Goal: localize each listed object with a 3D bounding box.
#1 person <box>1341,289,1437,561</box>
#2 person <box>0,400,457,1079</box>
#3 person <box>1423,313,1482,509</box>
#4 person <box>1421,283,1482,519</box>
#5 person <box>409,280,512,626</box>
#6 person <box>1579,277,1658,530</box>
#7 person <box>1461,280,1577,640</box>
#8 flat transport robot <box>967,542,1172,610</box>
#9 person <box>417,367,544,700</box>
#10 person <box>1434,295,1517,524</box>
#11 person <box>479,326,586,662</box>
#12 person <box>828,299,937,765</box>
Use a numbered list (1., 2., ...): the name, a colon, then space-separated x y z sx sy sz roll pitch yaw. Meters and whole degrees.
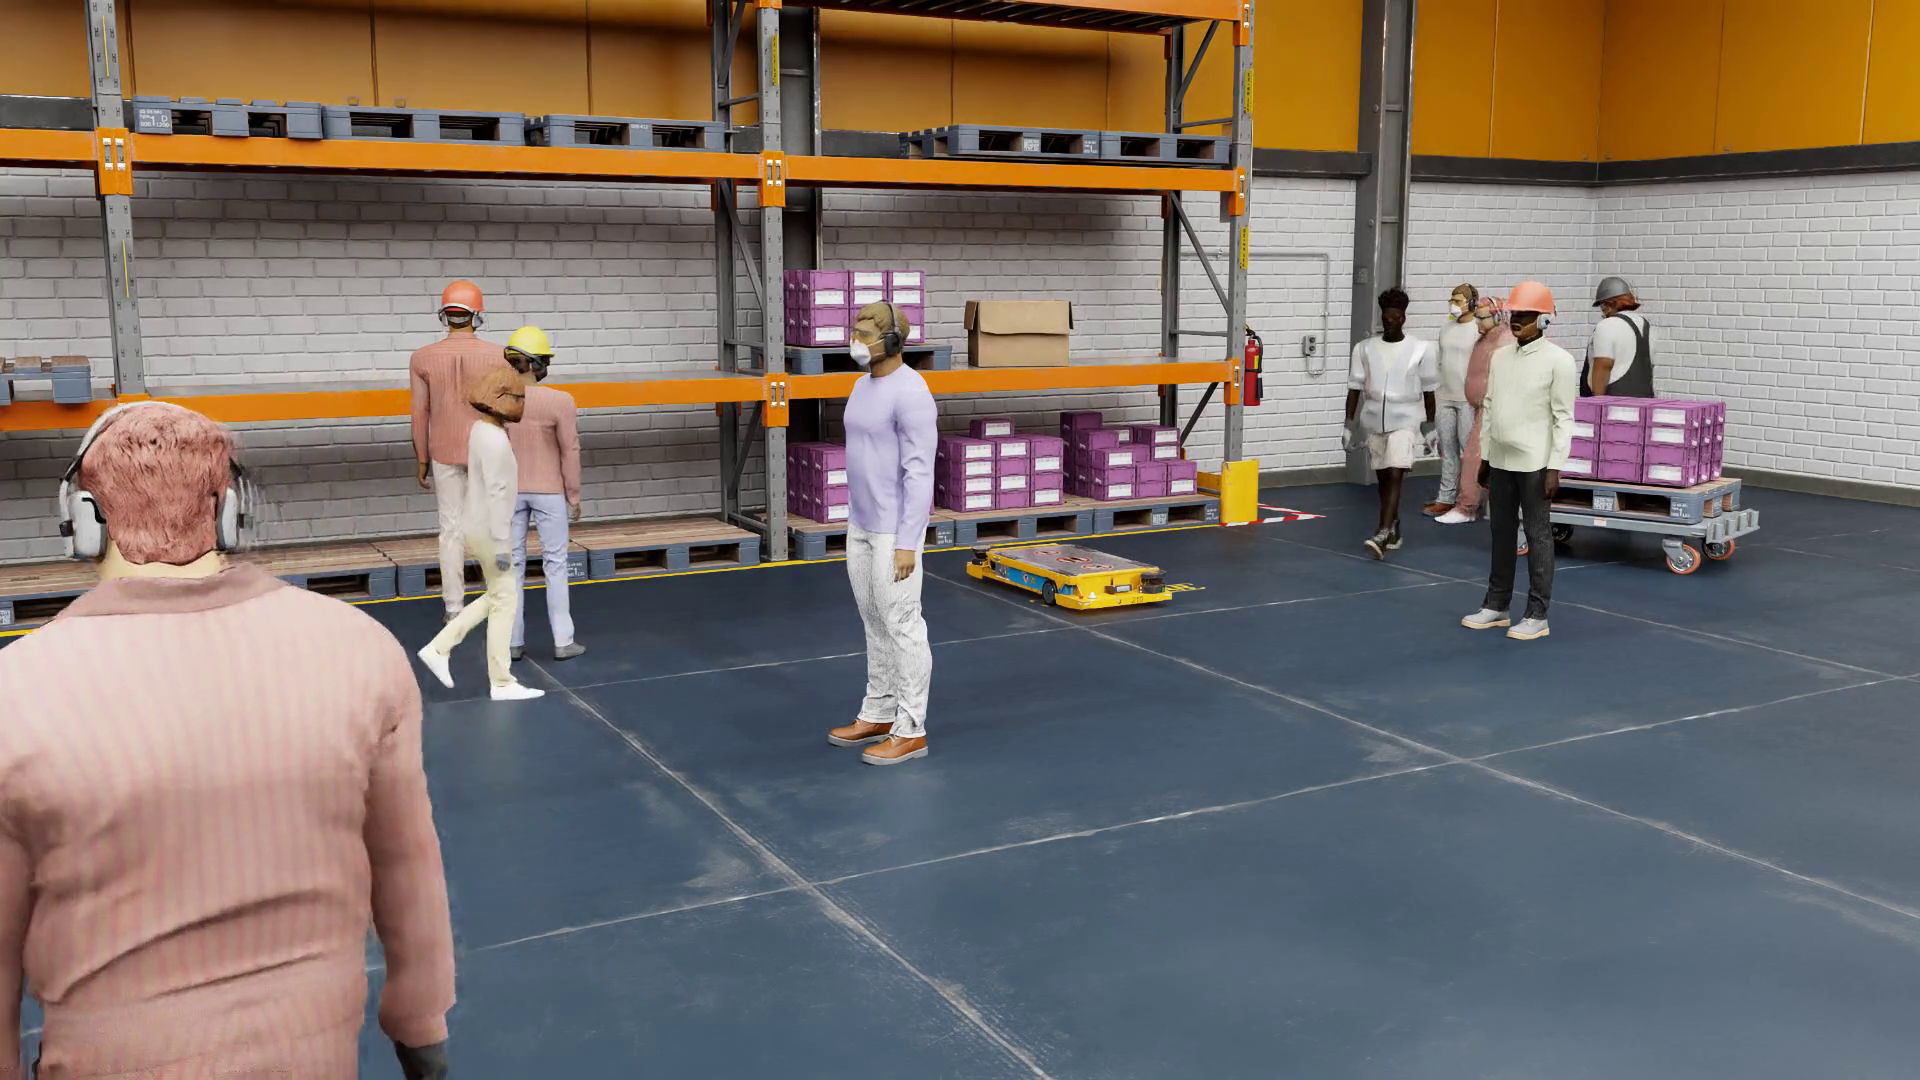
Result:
1. person: 3.054 -0.828 11.898 0.621 1.909 1.024 6 11 31
2. person: -1.085 0.746 2.407 0.417 1.887 0.685 9 13 43
3. person: 4.294 -1.133 14.278 0.483 1.747 0.593 7 12 38
4. person: 4.126 -1.134 13.700 0.372 1.940 0.630 -5 11 -28
5. person: -2.834 -0.489 9.592 0.613 1.995 0.391 -1 9 -7
6. person: 5.187 -1.099 13.175 0.731 2.000 0.552 -6 11 -30
7. person: 3.151 -0.448 9.340 0.375 1.997 0.609 -5 11 -28
8. flat transport robot: 0.667 0.207 10.595 0.652 0.197 1.431 -5 11 -28
9. person: -2.276 -0.012 7.871 0.484 1.613 0.517 -4 10 -21
10. person: 4.338 -1.035 13.338 0.908 1.856 0.713 1 9 7
11. person: -2.250 -0.236 8.756 0.526 1.765 0.329 1 9 3
12. person: -0.319 -0.035 7.000 0.372 1.940 0.630 -5 11 -28
